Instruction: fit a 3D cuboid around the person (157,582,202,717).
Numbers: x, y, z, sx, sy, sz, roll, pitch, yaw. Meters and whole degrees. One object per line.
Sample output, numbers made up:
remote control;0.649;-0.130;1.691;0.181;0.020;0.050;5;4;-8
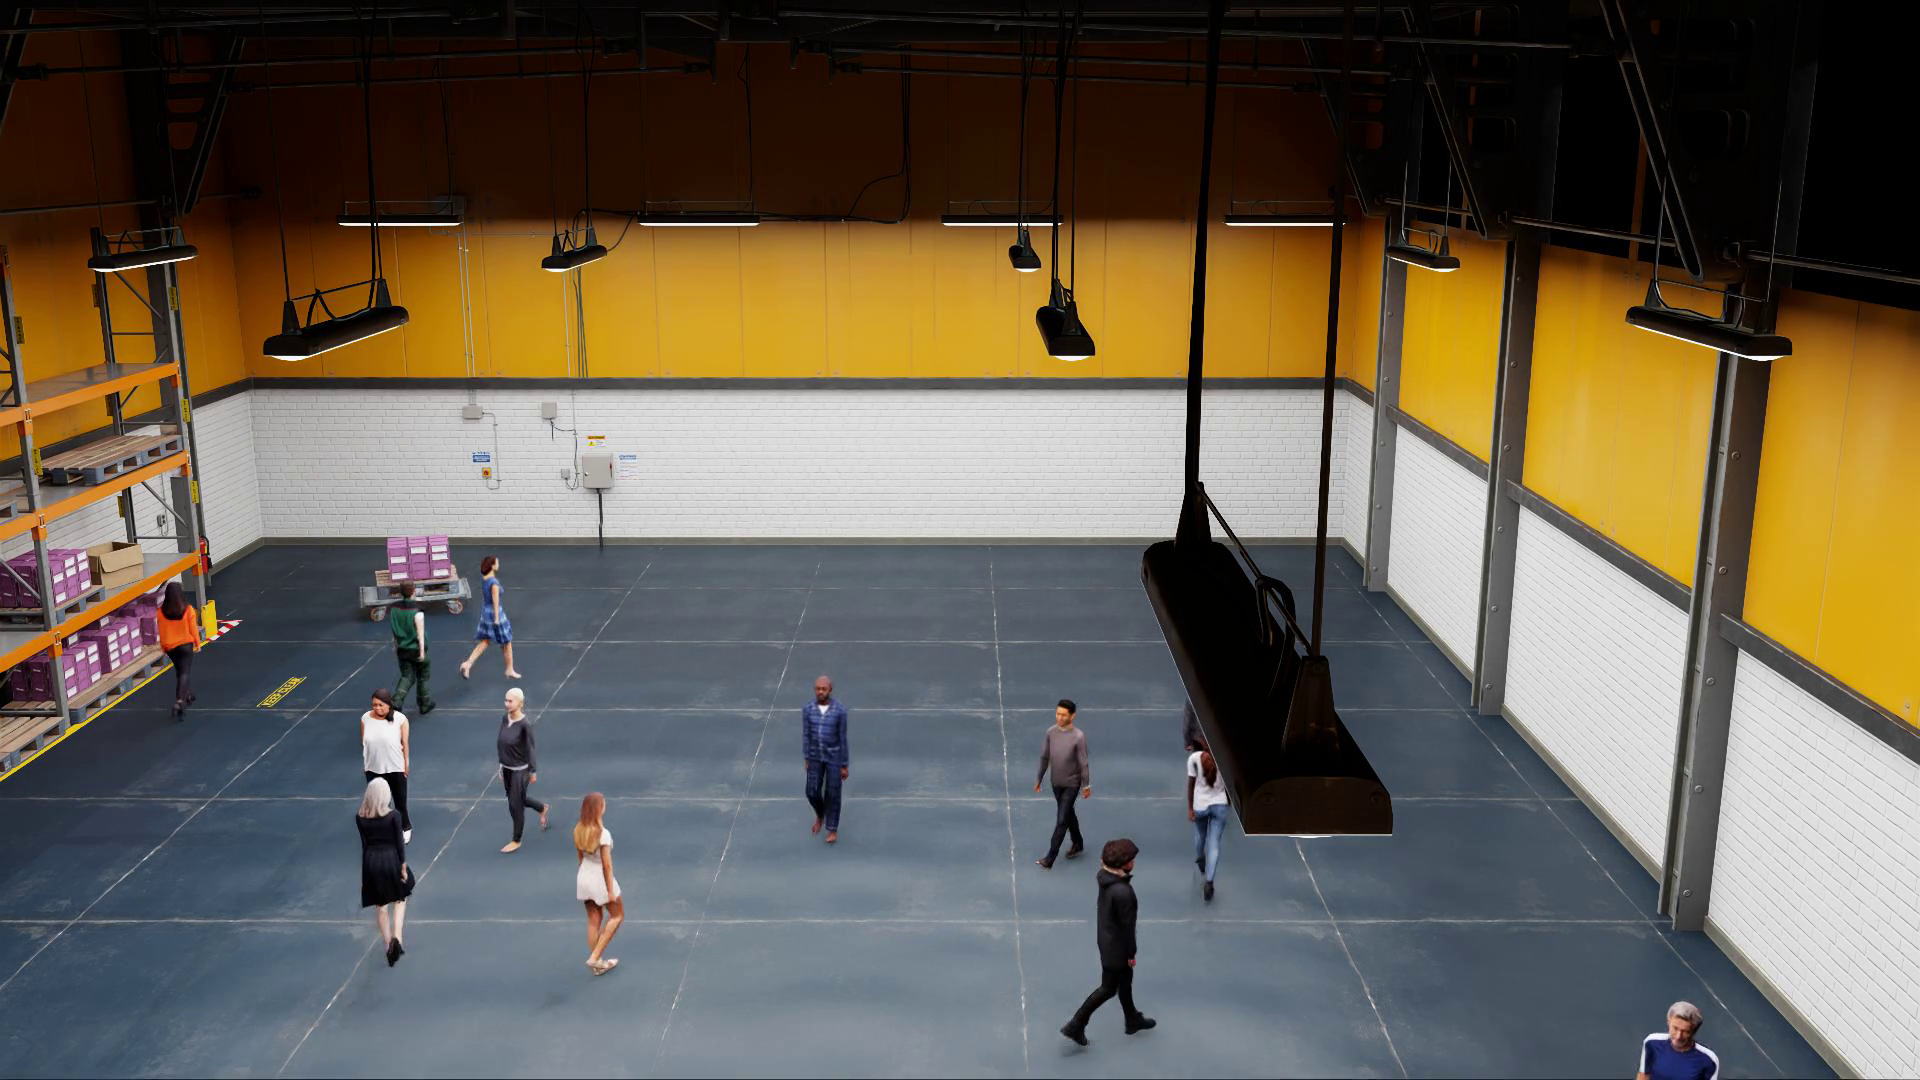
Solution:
person;-9.984;1.423;21.212;0.656;1.706;1.098;0;14;-1

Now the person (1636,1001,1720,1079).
person;4.754;3.833;11.025;0.940;1.816;1.014;12;18;41

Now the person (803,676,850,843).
person;-1.394;2.267;17.513;0.687;1.806;0.694;1;14;5

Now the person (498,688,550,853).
person;-4.574;2.350;17.387;0.956;1.704;1.055;10;17;36

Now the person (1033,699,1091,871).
person;1.138;2.454;16.903;1.184;1.730;1.097;2;14;7

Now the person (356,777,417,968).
person;-5.127;2.975;14.734;0.598;1.738;0.716;-1;14;-3

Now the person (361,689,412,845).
person;-6.012;2.355;17.409;0.650;1.685;0.607;1;14;3

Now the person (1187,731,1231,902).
person;2.434;2.666;16.146;0.710;1.675;1.152;2;14;9

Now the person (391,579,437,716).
person;-6.989;1.401;21.051;0.840;1.825;1.116;4;14;17

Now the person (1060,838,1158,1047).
person;1.199;3.282;13.444;0.897;1.750;1.125;-4;14;-16

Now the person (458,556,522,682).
person;-6.362;1.103;22.382;1.142;1.777;1.091;-13;19;-42

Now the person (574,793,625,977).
person;-3.235;3.043;14.558;0.716;1.690;0.764;9;16;32

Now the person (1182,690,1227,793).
person;2.708;2.150;18.021;0.768;1.796;0.849;-1;14;-2
